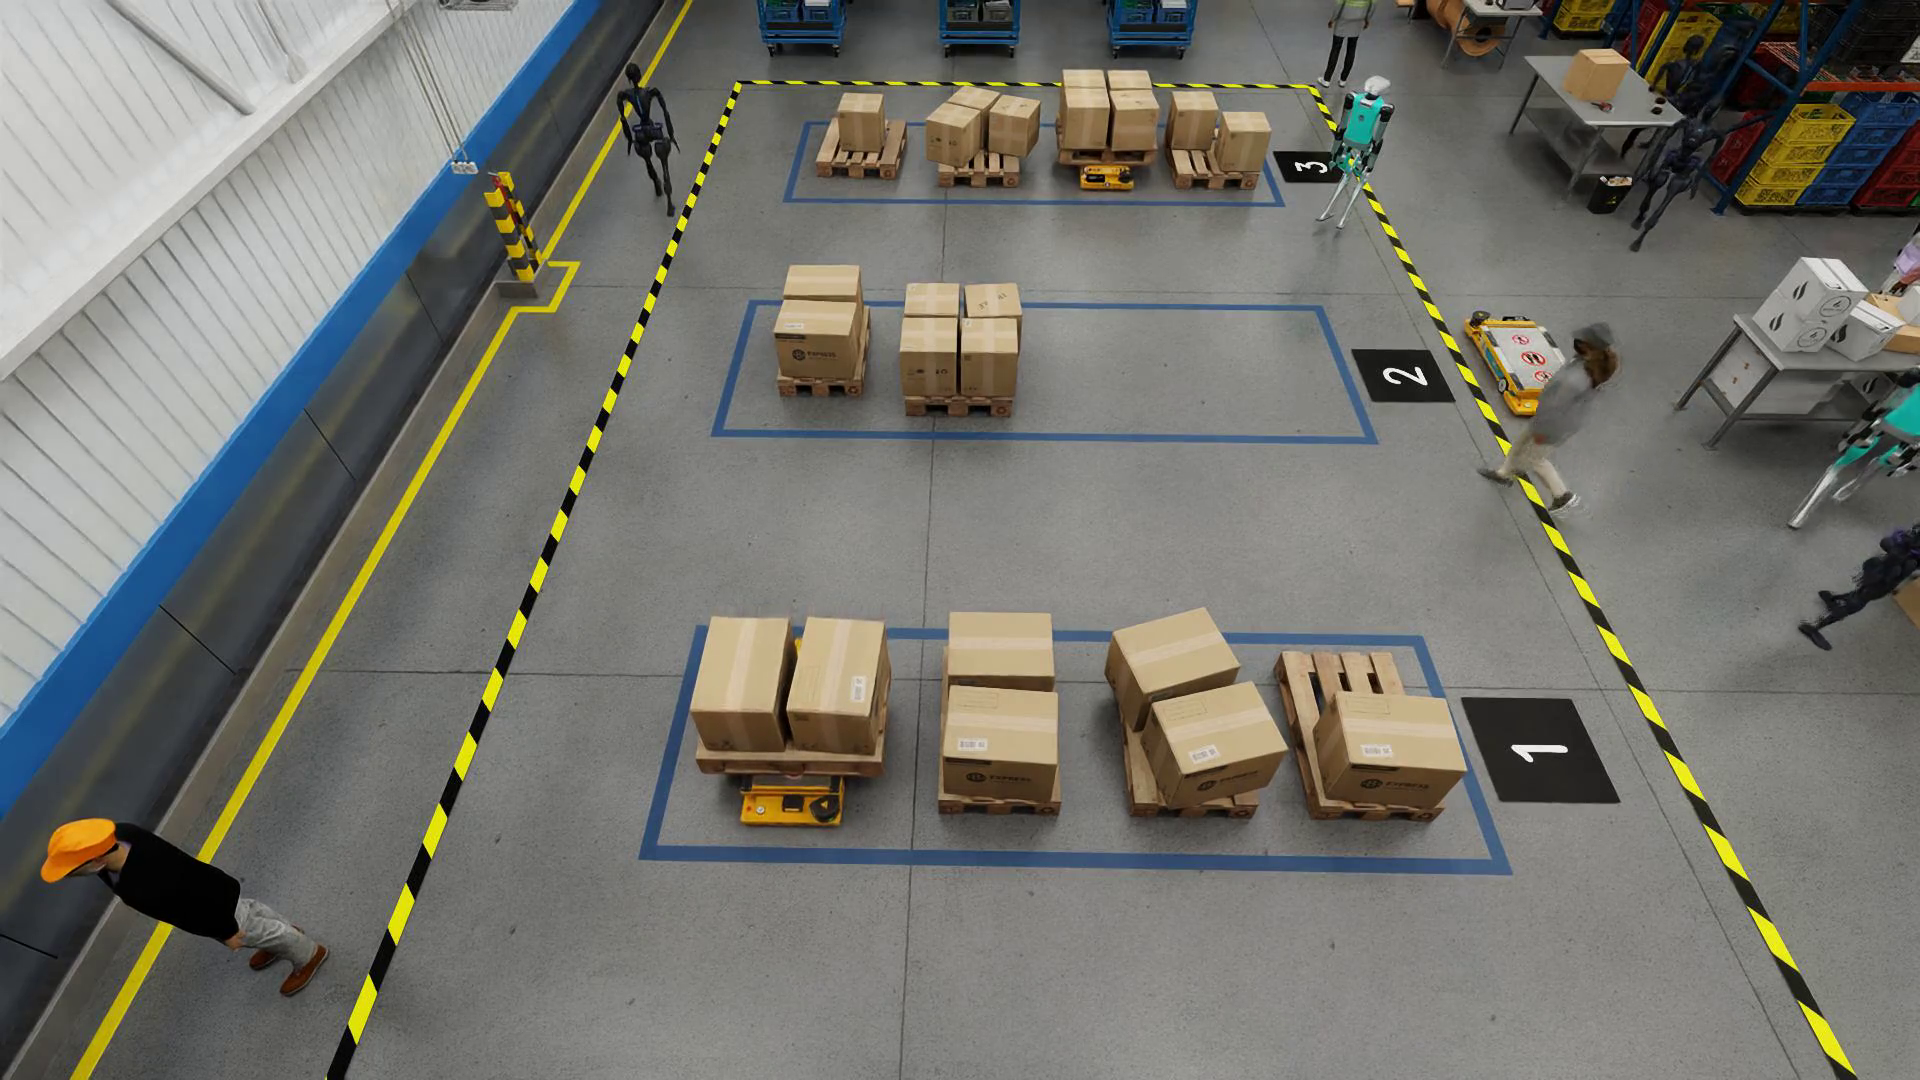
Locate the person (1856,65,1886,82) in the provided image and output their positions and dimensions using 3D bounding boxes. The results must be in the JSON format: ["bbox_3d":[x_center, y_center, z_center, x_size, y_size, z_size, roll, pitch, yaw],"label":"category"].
[{"bbox_3d":[13.427,-7.386,12.805,0.367,1.962,0.608,-3,49,-3],"label":"person"}]

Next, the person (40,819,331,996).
[{"bbox_3d":[-3.992,1.925,4.799,0.590,1.883,0.377,25,54,20],"label":"person"}]

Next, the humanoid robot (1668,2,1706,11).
[{"bbox_3d":[10.648,-7.924,13.458,0.315,1.653,0.601,-13,50,-11],"label":"humanoid robot"}]

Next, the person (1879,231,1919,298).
[{"bbox_3d":[8.923,-2.584,8.599,0.384,2.039,0.613,33,57,25],"label":"person"}]

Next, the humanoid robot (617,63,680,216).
[{"bbox_3d":[-3.612,-4.695,10.691,0.600,1.621,0.778,-8,50,-7],"label":"humanoid robot"}]

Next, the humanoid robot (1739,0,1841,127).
[{"bbox_3d":[10.814,-6.147,11.914,0.307,1.655,0.612,21,52,17],"label":"humanoid robot"}]

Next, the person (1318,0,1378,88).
[{"bbox_3d":[5.477,-7.346,12.844,0.597,1.850,0.396,0,49,0],"label":"person"}]

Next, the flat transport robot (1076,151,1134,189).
[{"bbox_3d":[1.845,-4.979,11.824,0.652,0.197,1.431,1,49,1],"label":"flat transport robot"}]

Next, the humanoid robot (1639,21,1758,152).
[{"bbox_3d":[9.359,-5.643,11.499,0.707,1.629,0.585,28,55,22],"label":"humanoid robot"}]

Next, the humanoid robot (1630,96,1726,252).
[{"bbox_3d":[7.950,-4.094,10.177,0.610,1.636,0.748,34,57,26],"label":"humanoid robot"}]

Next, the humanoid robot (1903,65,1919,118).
[{"bbox_3d":[12.765,-6.117,11.864,0.960,1.769,0.540,-11,50,-9],"label":"humanoid robot"}]

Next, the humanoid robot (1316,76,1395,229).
[{"bbox_3d":[4.481,-4.349,10.241,0.533,1.672,0.735,35,58,26],"label":"humanoid robot"}]

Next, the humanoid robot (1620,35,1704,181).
[{"bbox_3d":[8.585,-5.260,11.189,0.592,1.636,0.782,0,49,0],"label":"humanoid robot"}]

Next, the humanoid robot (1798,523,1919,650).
[{"bbox_3d":[6.723,0.096,6.527,0.610,1.639,0.408,-15,51,-12],"label":"humanoid robot"}]

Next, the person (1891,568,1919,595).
[{"bbox_3d":[7.686,-0.209,6.613,0.602,1.939,0.412,-31,56,-24],"label":"person"}]

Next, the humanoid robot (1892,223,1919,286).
[{"bbox_3d":[9.493,-2.731,8.837,0.735,1.677,0.533,-10,50,-9],"label":"humanoid robot"}]

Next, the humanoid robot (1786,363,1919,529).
[{"bbox_3d":[7.456,-0.849,7.305,0.966,1.768,0.540,-31,56,-24],"label":"humanoid robot"}]

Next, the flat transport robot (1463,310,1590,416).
[{"bbox_3d":[5.573,-1.757,9.054,0.659,0.231,1.431,1,49,1],"label":"flat transport robot"}]

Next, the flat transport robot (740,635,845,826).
[{"bbox_3d":[-1.097,1.277,6.409,0.652,0.197,1.431,1,49,1],"label":"flat transport robot"}]

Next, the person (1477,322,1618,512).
[{"bbox_3d":[4.880,-0.959,7.390,0.686,1.747,0.569,33,57,25],"label":"person"}]

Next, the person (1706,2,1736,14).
[{"bbox_3d":[10.967,-7.772,13.223,0.404,1.837,0.589,8,50,6],"label":"person"}]
